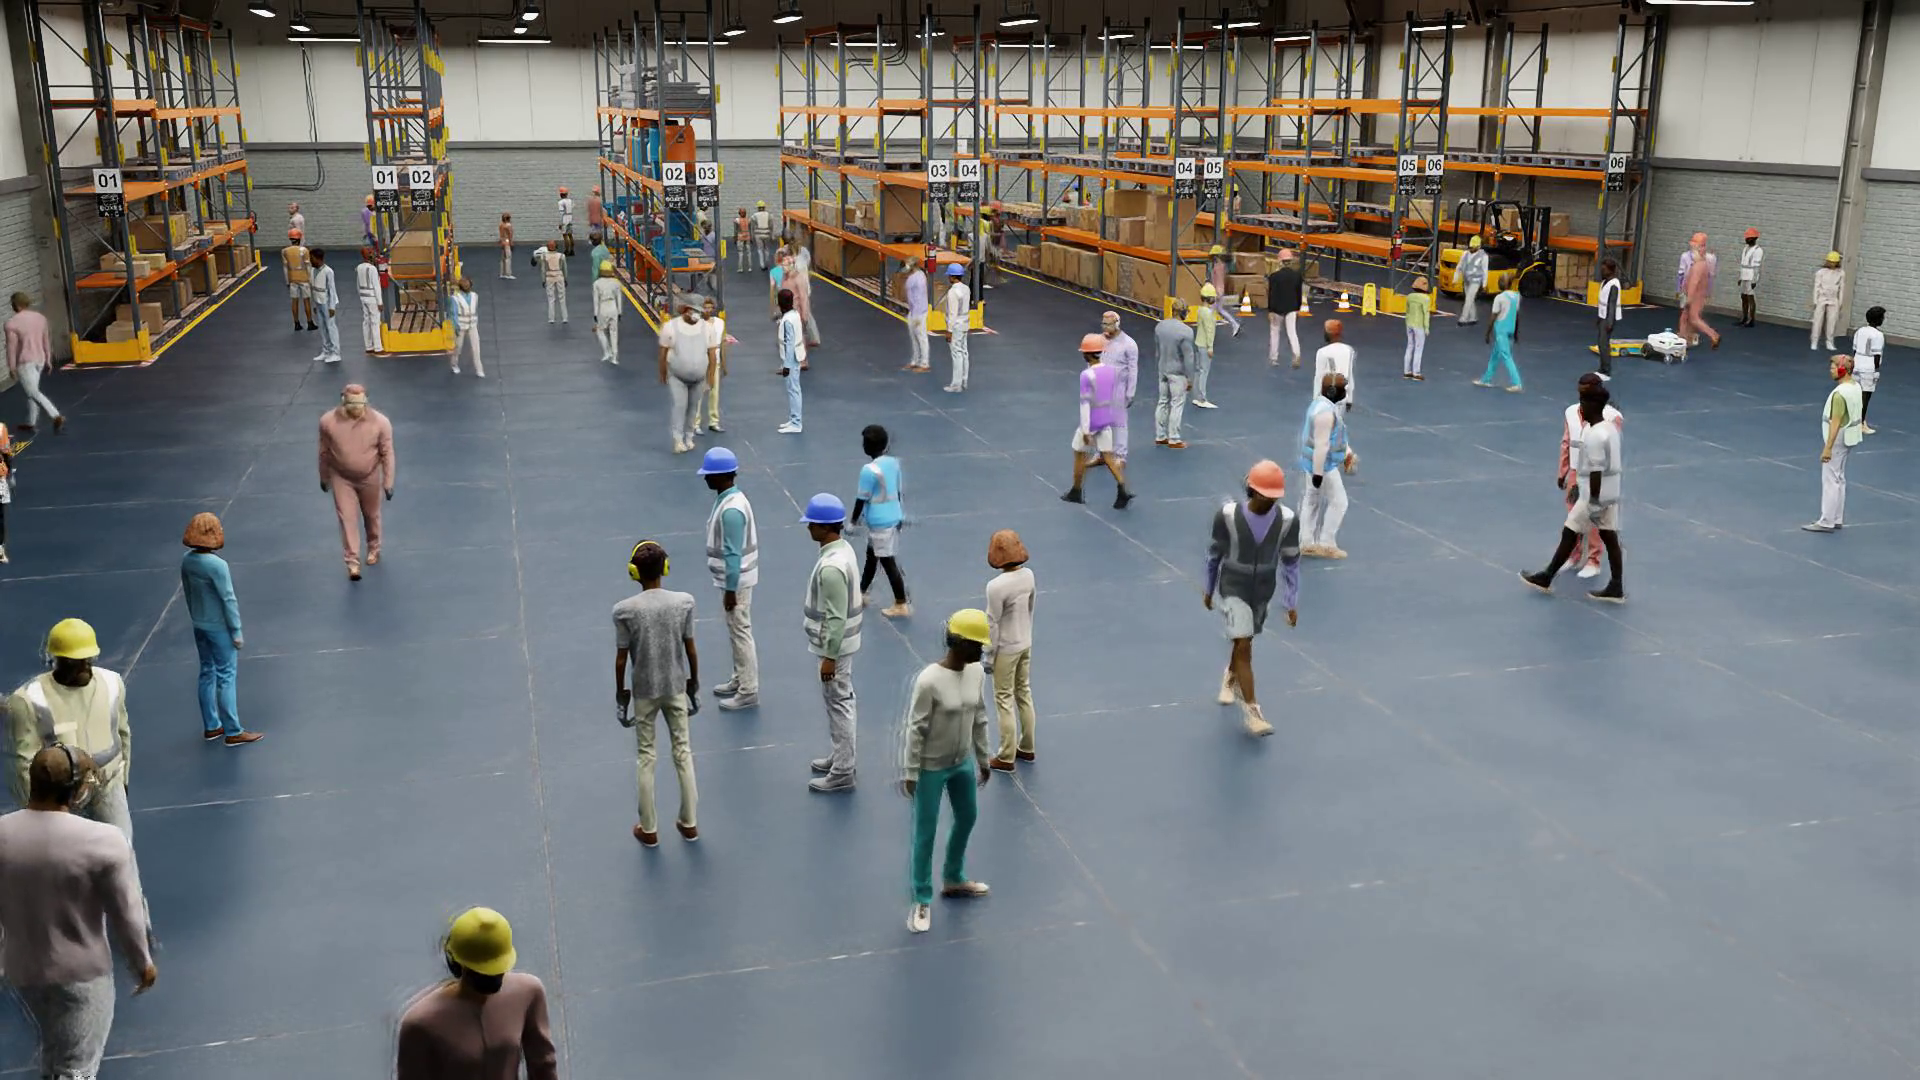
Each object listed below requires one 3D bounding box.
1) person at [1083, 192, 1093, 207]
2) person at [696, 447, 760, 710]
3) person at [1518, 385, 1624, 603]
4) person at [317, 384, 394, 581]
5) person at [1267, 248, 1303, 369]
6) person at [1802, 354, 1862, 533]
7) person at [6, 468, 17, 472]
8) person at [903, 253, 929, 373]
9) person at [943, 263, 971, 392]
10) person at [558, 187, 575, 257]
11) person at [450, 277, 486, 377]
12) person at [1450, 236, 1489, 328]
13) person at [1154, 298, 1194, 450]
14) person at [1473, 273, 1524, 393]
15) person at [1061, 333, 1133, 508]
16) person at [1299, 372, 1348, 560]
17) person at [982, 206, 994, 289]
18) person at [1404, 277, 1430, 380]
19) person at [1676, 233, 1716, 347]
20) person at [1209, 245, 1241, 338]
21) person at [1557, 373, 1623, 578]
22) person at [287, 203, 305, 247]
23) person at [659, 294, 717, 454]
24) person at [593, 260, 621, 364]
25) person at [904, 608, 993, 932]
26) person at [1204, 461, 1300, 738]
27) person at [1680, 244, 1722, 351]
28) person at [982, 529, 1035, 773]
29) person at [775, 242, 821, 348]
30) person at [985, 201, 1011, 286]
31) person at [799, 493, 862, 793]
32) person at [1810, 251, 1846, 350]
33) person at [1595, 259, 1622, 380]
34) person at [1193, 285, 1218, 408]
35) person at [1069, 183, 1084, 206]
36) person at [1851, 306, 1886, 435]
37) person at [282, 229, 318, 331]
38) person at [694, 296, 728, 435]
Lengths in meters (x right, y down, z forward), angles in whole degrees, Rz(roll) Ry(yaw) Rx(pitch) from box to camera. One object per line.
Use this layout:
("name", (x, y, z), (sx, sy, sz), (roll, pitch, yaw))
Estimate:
("person", (3.532, -8.658, 45.889), (0.366, 1.856, 0.528), (-4, 15, -14))
("person", (-1.679, 0.271, 12.121), (0.421, 1.937, 0.609), (-4, 15, -13))
("person", (5.524, -0.422, 14.750), (0.958, 1.913, 0.595), (12, 19, 39))
("person", (-5.617, -0.567, 15.498), (0.678, 1.827, 1.034), (-5, 16, -18))
("person", (5.399, -3.826, 27.505), (0.628, 1.962, 0.943), (-3, 15, -10))
("person", (8.999, -0.982, 17.039), (0.403, 1.832, 0.570), (12, 19, 39))
("person", (-11.545, -1.642, 19.436), (0.696, 1.887, 0.608), (-14, 20, -43))
("person", (-0.701, -3.680, 26.985), (0.372, 1.937, 0.633), (-4, 15, -15))
("person", (-0.045, -3.221, 25.235), (0.385, 1.948, 0.603), (6, 16, 21))
("person", (-11.119, -8.973, 46.893), (0.347, 1.943, 0.545), (7, 16, 25))
("person", (-7.976, -3.433, 26.699), (0.826, 1.601, 0.525), (13, 20, 41))
("person", (9.831, -4.990, 32.208), (0.939, 1.771, 0.613), (-9, 18, -32))
("person", (2.709, -2.094, 21.040), (0.376, 1.928, 0.637), (-11, 18, -36))
("person", (8.291, -3.155, 25.292), (0.525, 1.799, 0.957), (-10, 18, -34))
("person", (1.505, -1.287, 18.054), (0.547, 1.907, 0.891), (-12, 19, -38))
("person", (3.581, -0.709, 16.021), (0.625, 1.819, 0.661), (2, 15, 6))
("person", (0.561, -6.853, 39.015), (0.394, 1.896, 0.695), (-8, 17, -28))
("person", (7.246, -3.357, 26.371), (0.284, 1.627, 0.504), (-7, 16, -25))
("person", (13.169, -4.486, 29.834), (0.605, 2.033, 0.392), (9, 17, 30))
("person", (4.818, -4.594, 30.785), (0.750, 1.738, 0.531), (5, 16, 17))
("person", (5.859, -0.618, 15.526), (0.405, 1.906, 0.604), (-9, 17, -31))
("person", (-16.067, -7.202, 40.299), (0.408, 1.905, 0.654), (-4, 15, -15))
("person", (-3.391, -2.118, 20.907), (0.718, 2.000, 0.728), (-6, 16, -23))
("person", (-5.926, -3.824, 27.925), (0.502, 1.725, 0.466), (-9, 17, -29))
("person", (-0.078, 1.223, 8.941), (0.345, 1.731, 0.636), (14, 20, 42))
("person", (2.062, 0.358, 11.779), (0.612, 1.951, 1.138), (-2, 15, -6))
("person", (13.013, -4.237, 29.238), (0.788, 1.879, 0.654), (8, 17, 27))
("person", (0.327, 0.728, 10.997), (0.281, 1.624, 0.494), (10, 18, 32))
("person", (-2.898, -4.348, 29.630), (0.891, 1.882, 0.638), (2, 15, 8))
("person", (0.876, -6.996, 39.371), (1.053, 1.981, 0.630), (12, 19, 39))
("person", (-0.820, 0.651, 10.662), (0.394, 1.945, 0.618), (0, 15, 0))
("person", (15.365, -4.233, 29.438), (0.489, 1.744, 0.311), (3, 15, 13))
("person", (10.256, -3.492, 26.346), (0.399, 1.907, 0.610), (3, 15, 11))
("person", (3.545, -2.791, 23.966), (0.308, 1.769, 0.525), (-2, 15, -7))
("person", (3.528, -9.757, 49.923), (0.606, 1.897, 0.983), (3, 15, 12))
("person", (12.049, -2.260, 22.097), (0.317, 1.697, 0.540), (-1, 15, -3))
("person", (-12.669, -4.988, 31.900), (0.542, 1.939, 0.362), (0, 15, 1))
("person", (-3.379, -2.314, 22.035), (0.572, 1.836, 0.384), (-9, 17, -30))
